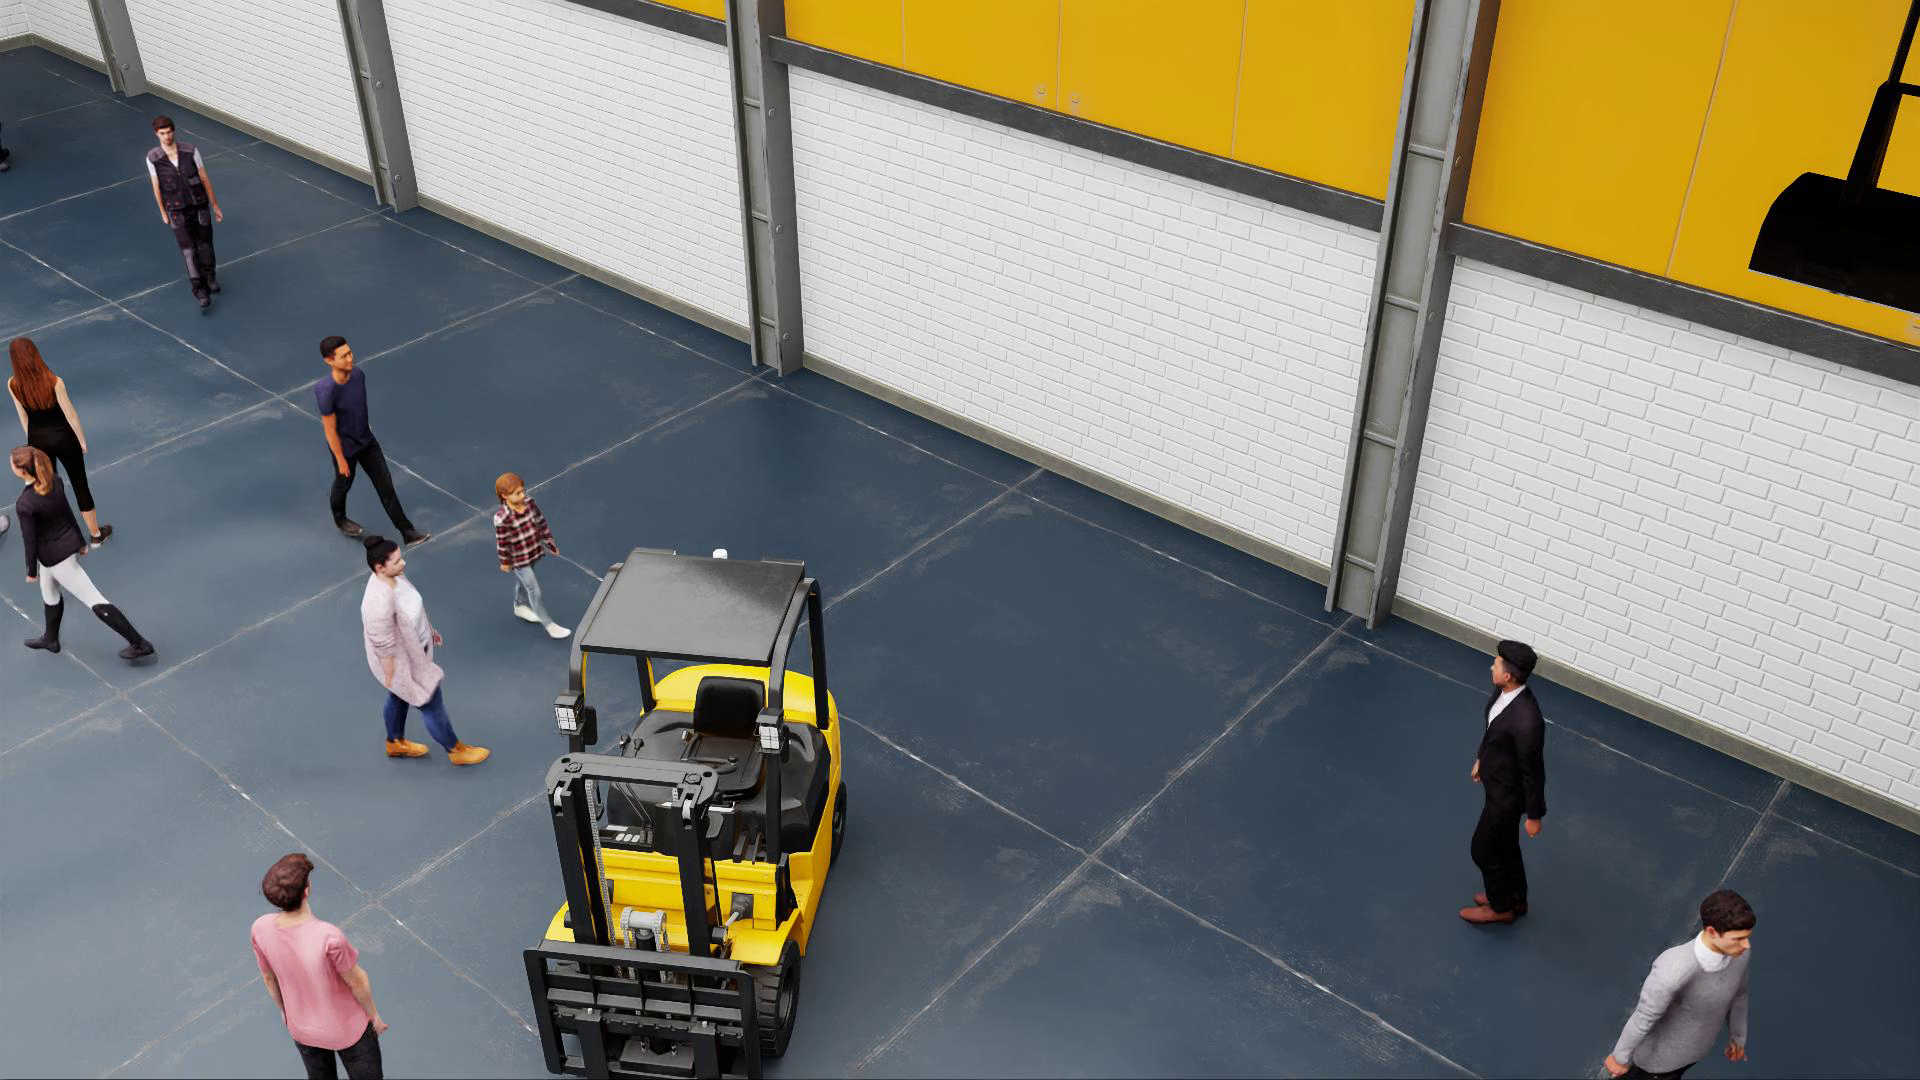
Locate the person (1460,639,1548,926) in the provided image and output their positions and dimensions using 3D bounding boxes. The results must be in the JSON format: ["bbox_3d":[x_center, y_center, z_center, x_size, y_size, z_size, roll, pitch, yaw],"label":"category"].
[{"bbox_3d":[3.109,1.397,9.189,0.892,1.834,0.867,-1,34,-1],"label":"person"}]

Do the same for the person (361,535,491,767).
[{"bbox_3d":[-3.558,0.708,10.328,1.051,1.719,1.004,-5,34,-8],"label":"person"}]

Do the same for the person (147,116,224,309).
[{"bbox_3d":[-7.531,-3.253,16.192,0.836,1.826,1.057,-22,39,-29],"label":"person"}]

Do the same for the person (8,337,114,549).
[{"bbox_3d":[-6.811,-0.720,12.472,0.640,1.724,0.692,-5,34,-7],"label":"person"}]

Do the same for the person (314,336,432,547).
[{"bbox_3d":[-4.616,-0.719,12.459,1.214,1.738,0.852,15,37,22],"label":"person"}]

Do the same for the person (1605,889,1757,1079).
[{"bbox_3d":[3.253,2.304,7.791,0.999,1.870,1.284,-19,38,-26],"label":"person"}]

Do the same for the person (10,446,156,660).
[{"bbox_3d":[-5.962,0.156,11.195,1.221,1.680,1.051,2,34,4],"label":"person"}]

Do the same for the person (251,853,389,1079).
[{"bbox_3d":[-2.967,2.254,7.786,0.665,1.959,0.774,4,34,6],"label":"person"}]

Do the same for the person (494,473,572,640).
[{"bbox_3d":[-3.112,0.075,11.682,0.879,1.277,0.637,16,37,23],"label":"person"}]
